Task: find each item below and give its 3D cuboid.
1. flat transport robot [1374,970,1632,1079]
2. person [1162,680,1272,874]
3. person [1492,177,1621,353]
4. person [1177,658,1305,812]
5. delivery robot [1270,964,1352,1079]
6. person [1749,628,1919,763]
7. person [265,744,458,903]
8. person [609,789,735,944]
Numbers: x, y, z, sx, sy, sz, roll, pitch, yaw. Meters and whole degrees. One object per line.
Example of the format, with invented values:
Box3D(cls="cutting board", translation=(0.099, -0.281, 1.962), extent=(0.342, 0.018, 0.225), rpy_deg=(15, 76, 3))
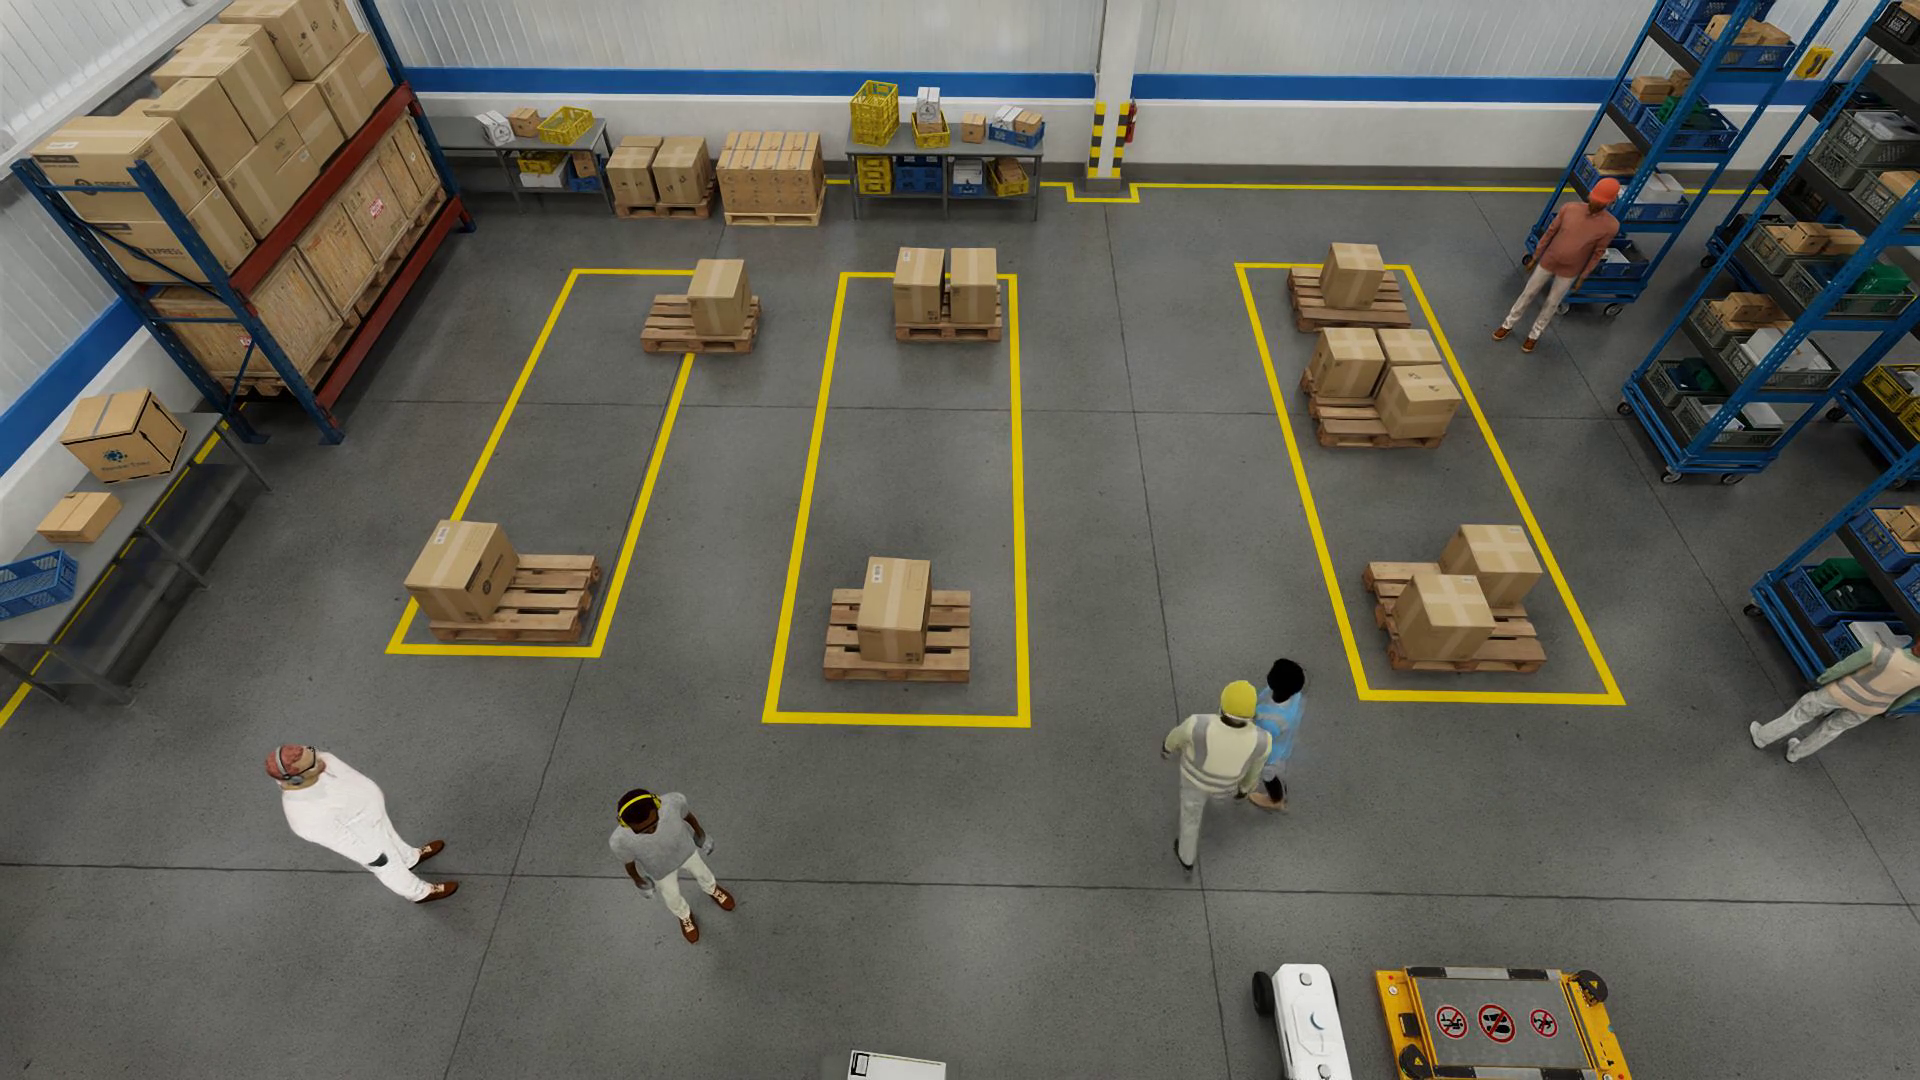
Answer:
Box3D(cls="flat transport robot", translation=(3.501, 3.133, 5.914), extent=(1.431, 0.197, 0.652), rpy_deg=(1, 51, 1))
Box3D(cls="person", translation=(1.699, 1.549, 6.252), extent=(0.607, 1.772, 0.970), rpy_deg=(7, 51, 6))
Box3D(cls="person", translation=(6.379, -2.915, 9.740), extent=(0.612, 1.997, 0.376), rpy_deg=(35, 59, 25))
Box3D(cls="person", translation=(2.099, 1.367, 6.467), extent=(0.875, 1.643, 0.541), rpy_deg=(20, 54, 16))
Box3D(cls="delivery robot", translation=(2.191, 3.055, 5.732), extent=(0.477, 0.478, 0.707), rpy_deg=(1, 50, 1))
Box3D(cls="person", translation=(6.508, 1.138, 6.668), extent=(0.524, 1.630, 0.324), rpy_deg=(22, 54, 17))
Box3D(cls="person", translation=(-3.862, 1.818, 5.938), extent=(0.402, 1.910, 0.639), rpy_deg=(-25, 55, -19))
Box3D(cls="person", translation=(-1.807, 2.030, 5.788), extent=(0.531, 1.870, 0.318), rpy_deg=(-37, 60, -26))
